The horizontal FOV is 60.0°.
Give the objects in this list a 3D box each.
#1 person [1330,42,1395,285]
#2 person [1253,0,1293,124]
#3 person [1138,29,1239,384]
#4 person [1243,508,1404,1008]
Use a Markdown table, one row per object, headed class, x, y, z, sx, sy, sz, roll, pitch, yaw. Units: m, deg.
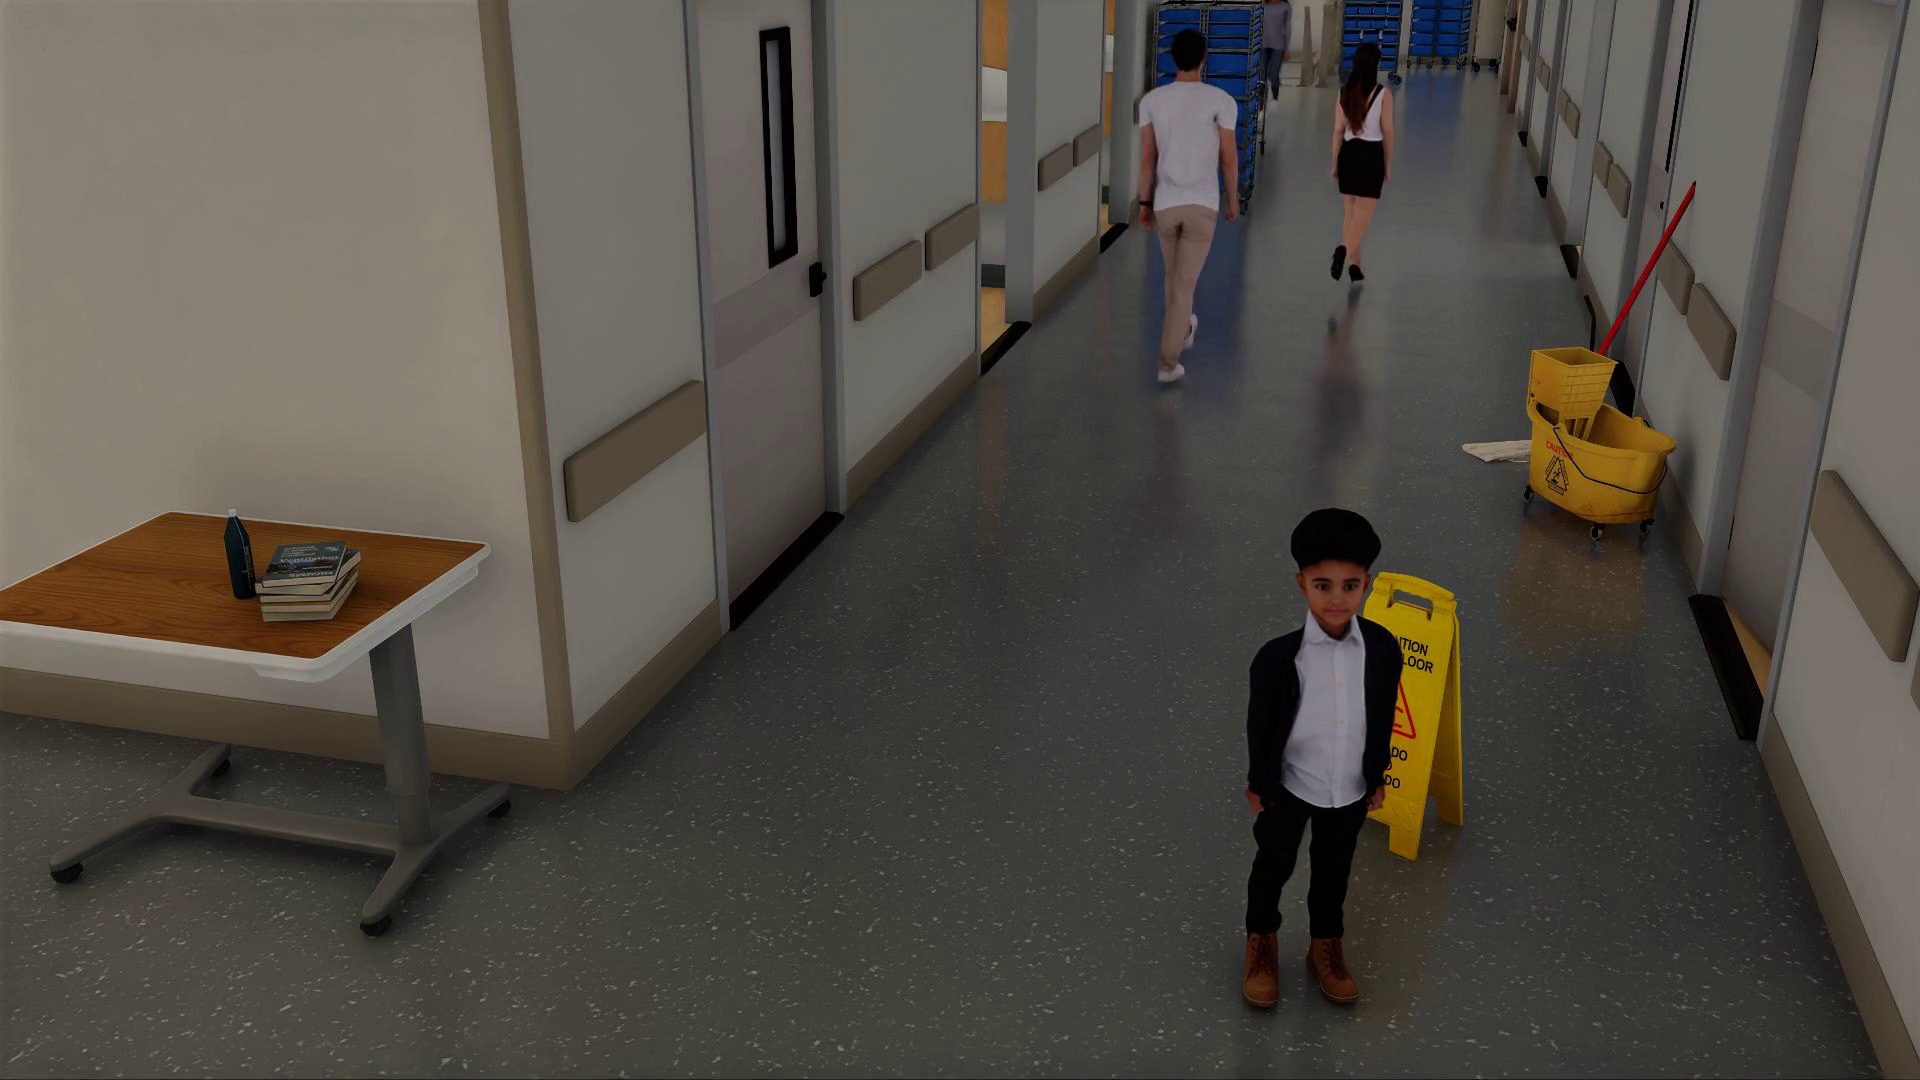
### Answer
| class | x | y | z | sx | sy | sz | roll | pitch | yaw |
| --- | --- | --- | --- | --- | --- | --- | --- | --- | --- |
| person | 2.677 | -2.490 | 11.225 | 0.732 | 1.632 | 1.047 | 11 | 23 | 27 |
| person | 3.811 | -5.996 | 20.356 | 0.663 | 1.722 | 0.764 | 9 | 23 | 23 |
| person | 1.197 | -1.748 | 8.982 | 0.812 | 1.834 | 1.212 | 9 | 23 | 23 |
| person | 0.836 | 0.509 | 3.883 | 0.556 | 1.226 | 0.557 | -1 | 21 | -3 |
